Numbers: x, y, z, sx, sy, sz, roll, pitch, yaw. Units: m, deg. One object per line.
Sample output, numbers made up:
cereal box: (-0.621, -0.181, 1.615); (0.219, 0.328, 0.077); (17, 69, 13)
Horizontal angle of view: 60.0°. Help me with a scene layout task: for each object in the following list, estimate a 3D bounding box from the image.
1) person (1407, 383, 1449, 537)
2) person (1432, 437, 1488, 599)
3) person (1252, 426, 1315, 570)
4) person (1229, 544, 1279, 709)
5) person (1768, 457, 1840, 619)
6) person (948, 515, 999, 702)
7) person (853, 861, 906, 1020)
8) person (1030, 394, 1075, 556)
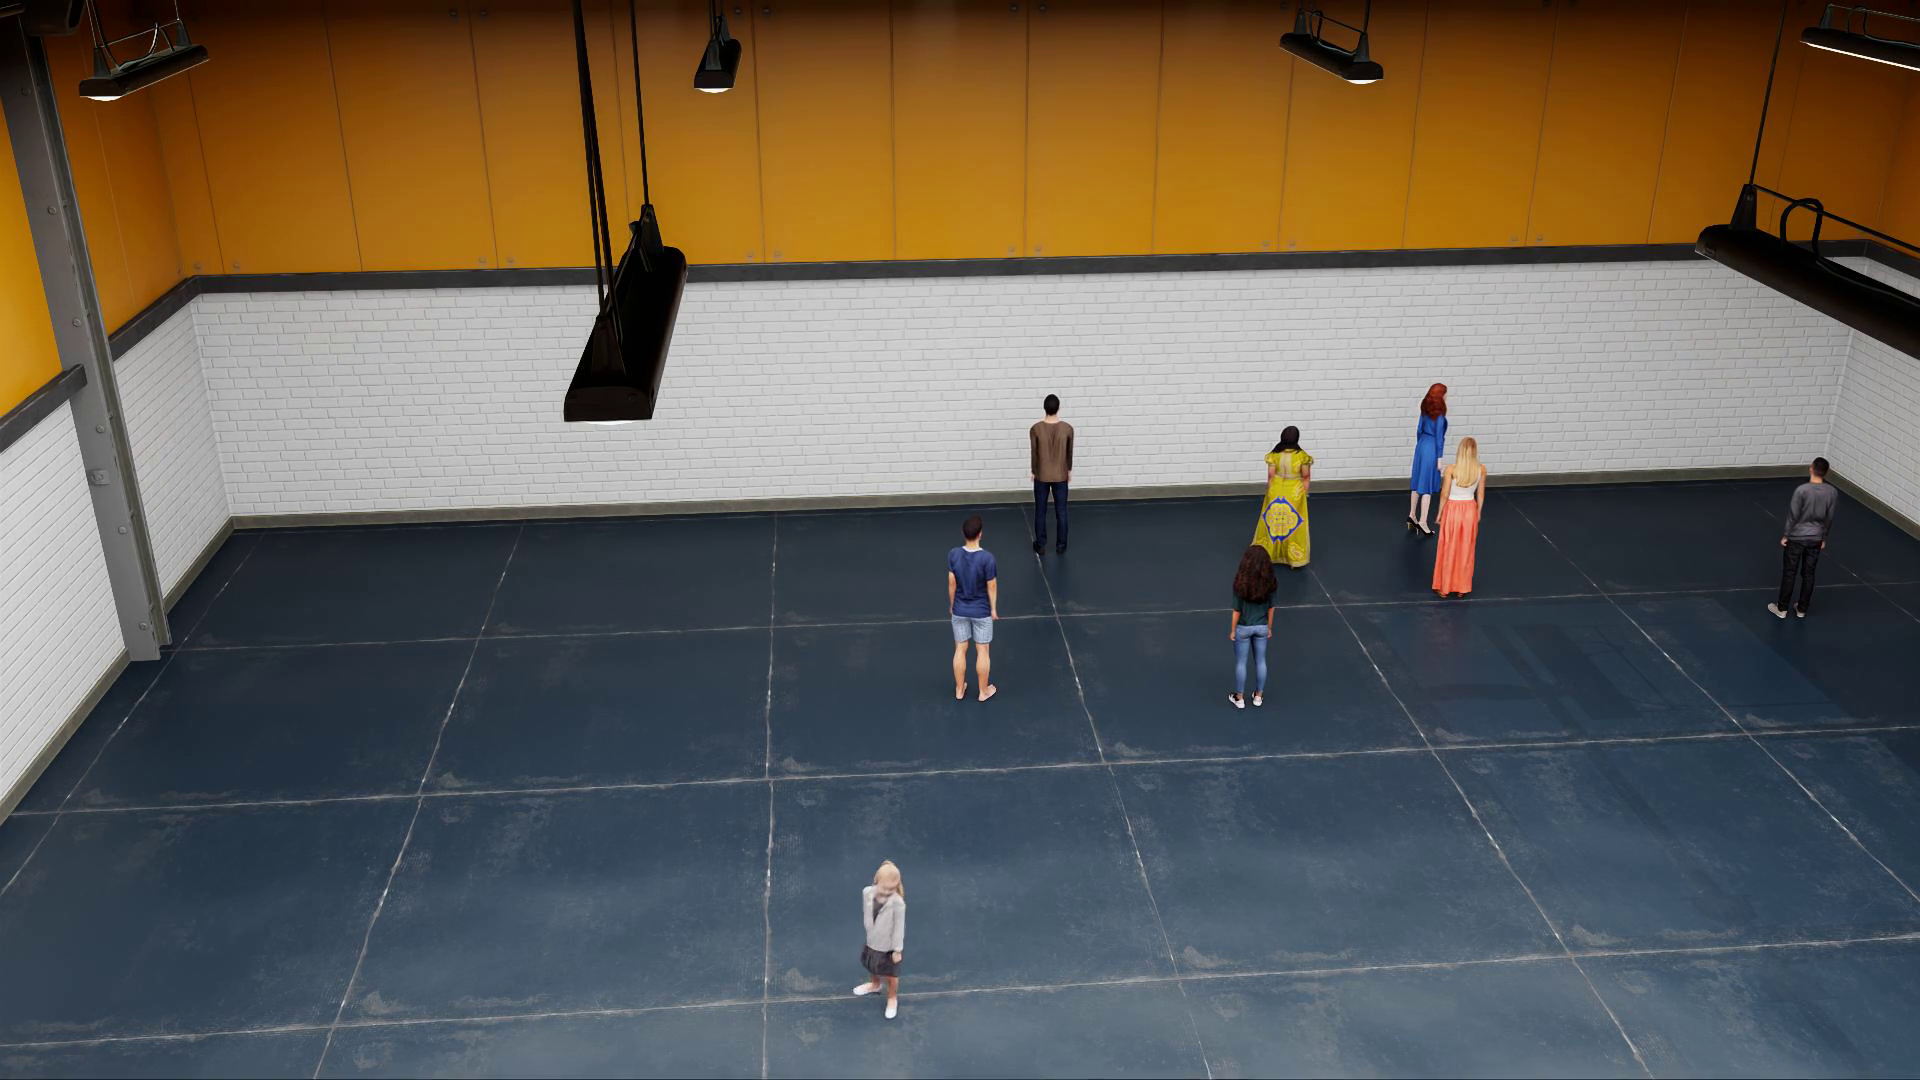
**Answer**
person: (5.430, -0.947, 19.296); (0.715, 1.827, 0.571); (-7, 24, -15)
person: (5.322, -0.245, 17.722); (0.651, 1.803, 0.601); (1, 24, 1)
person: (3.623, -0.482, 18.442); (0.970, 1.660, 0.944); (7, 25, 16)
person: (2.723, 0.803, 15.558); (0.598, 1.615, 0.586); (-3, 24, -7)
person: (8.778, -0.026, 17.273); (0.642, 1.761, 0.578); (1, 24, 3)
person: (0.114, 0.645, 15.630); (0.689, 1.847, 0.665); (6, 24, 14)
person: (-0.531, 2.745, 11.567); (0.738, 1.252, 0.701); (-20, 31, -38)
person: (1.028, -0.740, 18.746); (0.645, 1.889, 0.564); (-1, 24, -3)
